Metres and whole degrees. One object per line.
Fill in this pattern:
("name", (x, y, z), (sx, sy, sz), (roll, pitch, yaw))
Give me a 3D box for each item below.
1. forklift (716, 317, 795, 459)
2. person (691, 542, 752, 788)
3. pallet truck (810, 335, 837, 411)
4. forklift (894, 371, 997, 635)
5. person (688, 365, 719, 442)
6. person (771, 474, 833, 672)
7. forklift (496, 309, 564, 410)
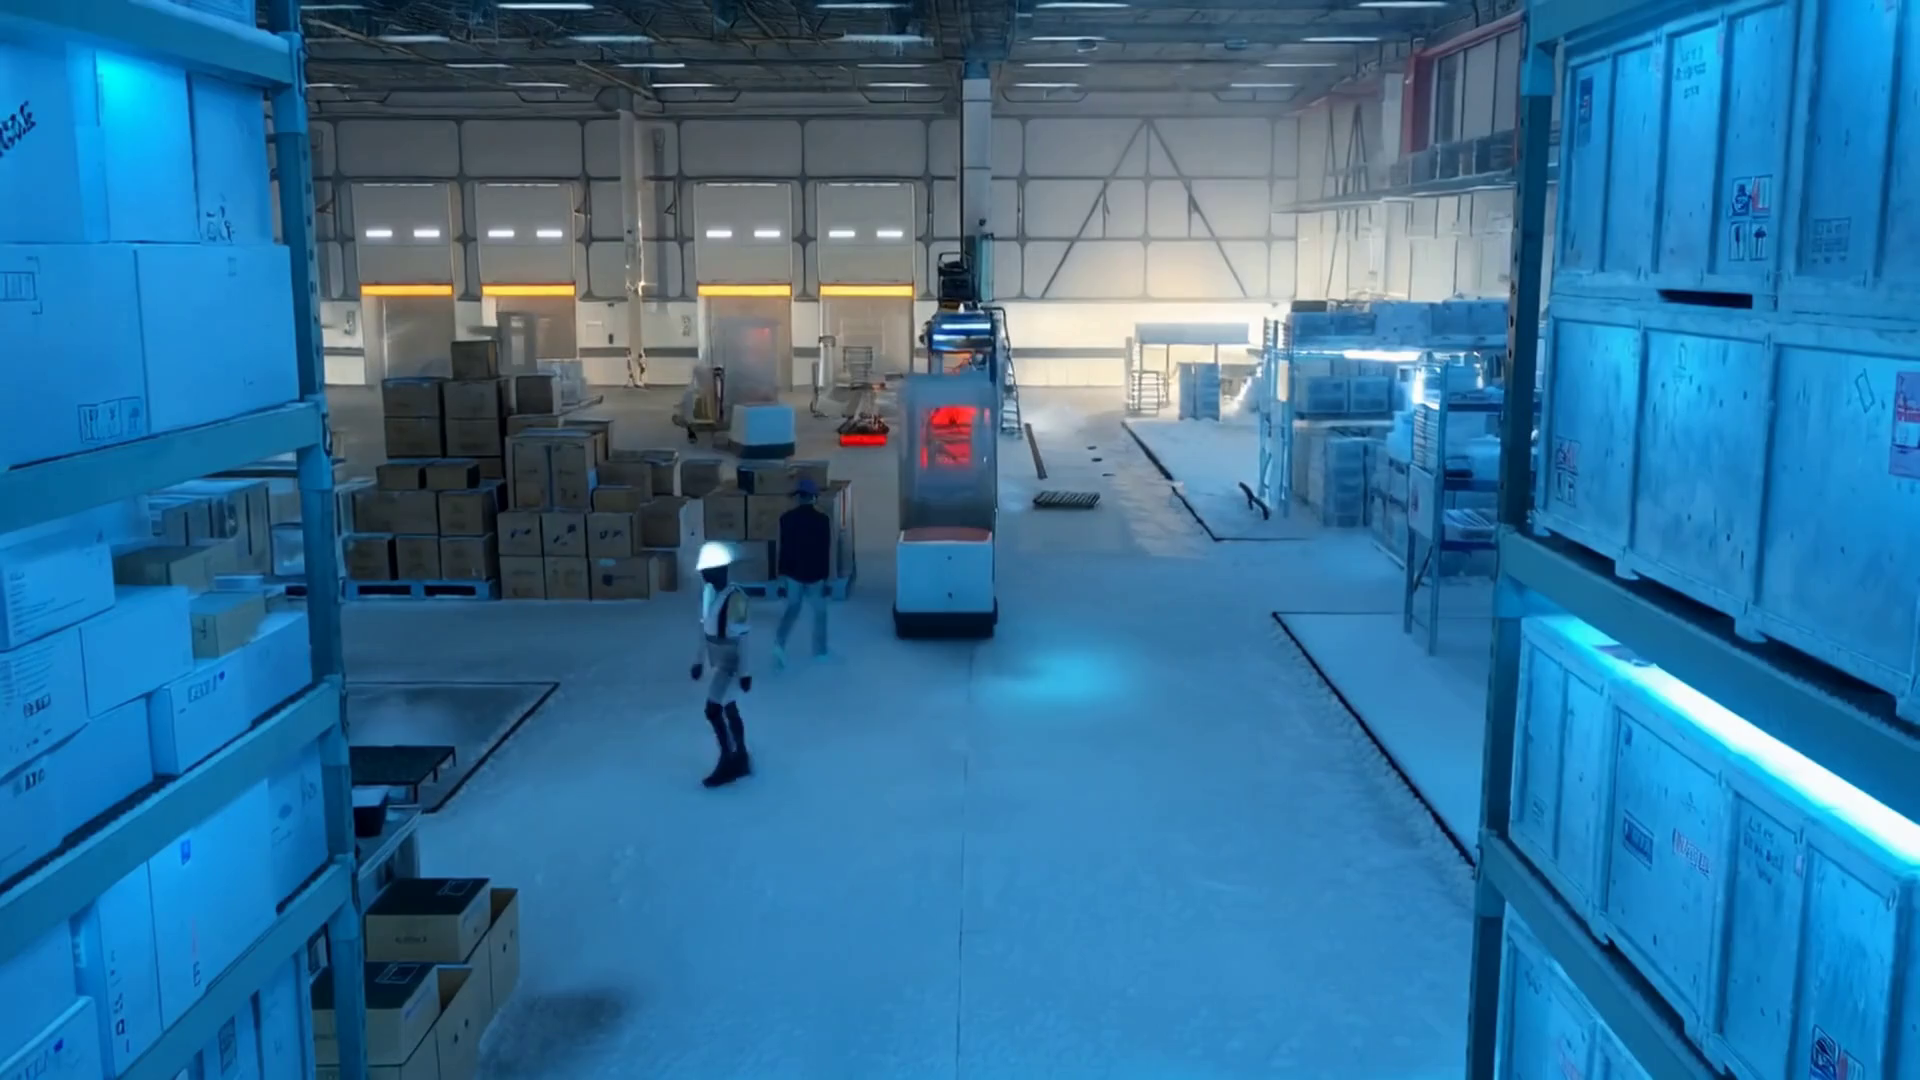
("forklift", (-4.163, -3.123, 33.721), (1.129, 2.768, 1.873), (-5, 11, -25))
("person", (-1.887, 0.959, 12.939), (0.603, 1.915, 0.559), (-5, 11, -29))
("pallet truck", (-3.021, -4.312, 43.126), (1.885, 1.965, 0.823), (3, 10, 17))
("forklift", (-0.154, -0.472, 18.423), (1.129, 2.768, 1.873), (0, 10, 1))
("person", (-5.644, -2.984, 36.384), (0.769, 1.663, 0.553), (-9, 13, -41))
("person", (-1.572, 0.327, 16.495), (0.613, 1.964, 0.898), (5, 11, 24))
("forklift", (-10.113, -3.891, 38.150), (1.873, 2.768, 1.129), (6, 12, 31))
